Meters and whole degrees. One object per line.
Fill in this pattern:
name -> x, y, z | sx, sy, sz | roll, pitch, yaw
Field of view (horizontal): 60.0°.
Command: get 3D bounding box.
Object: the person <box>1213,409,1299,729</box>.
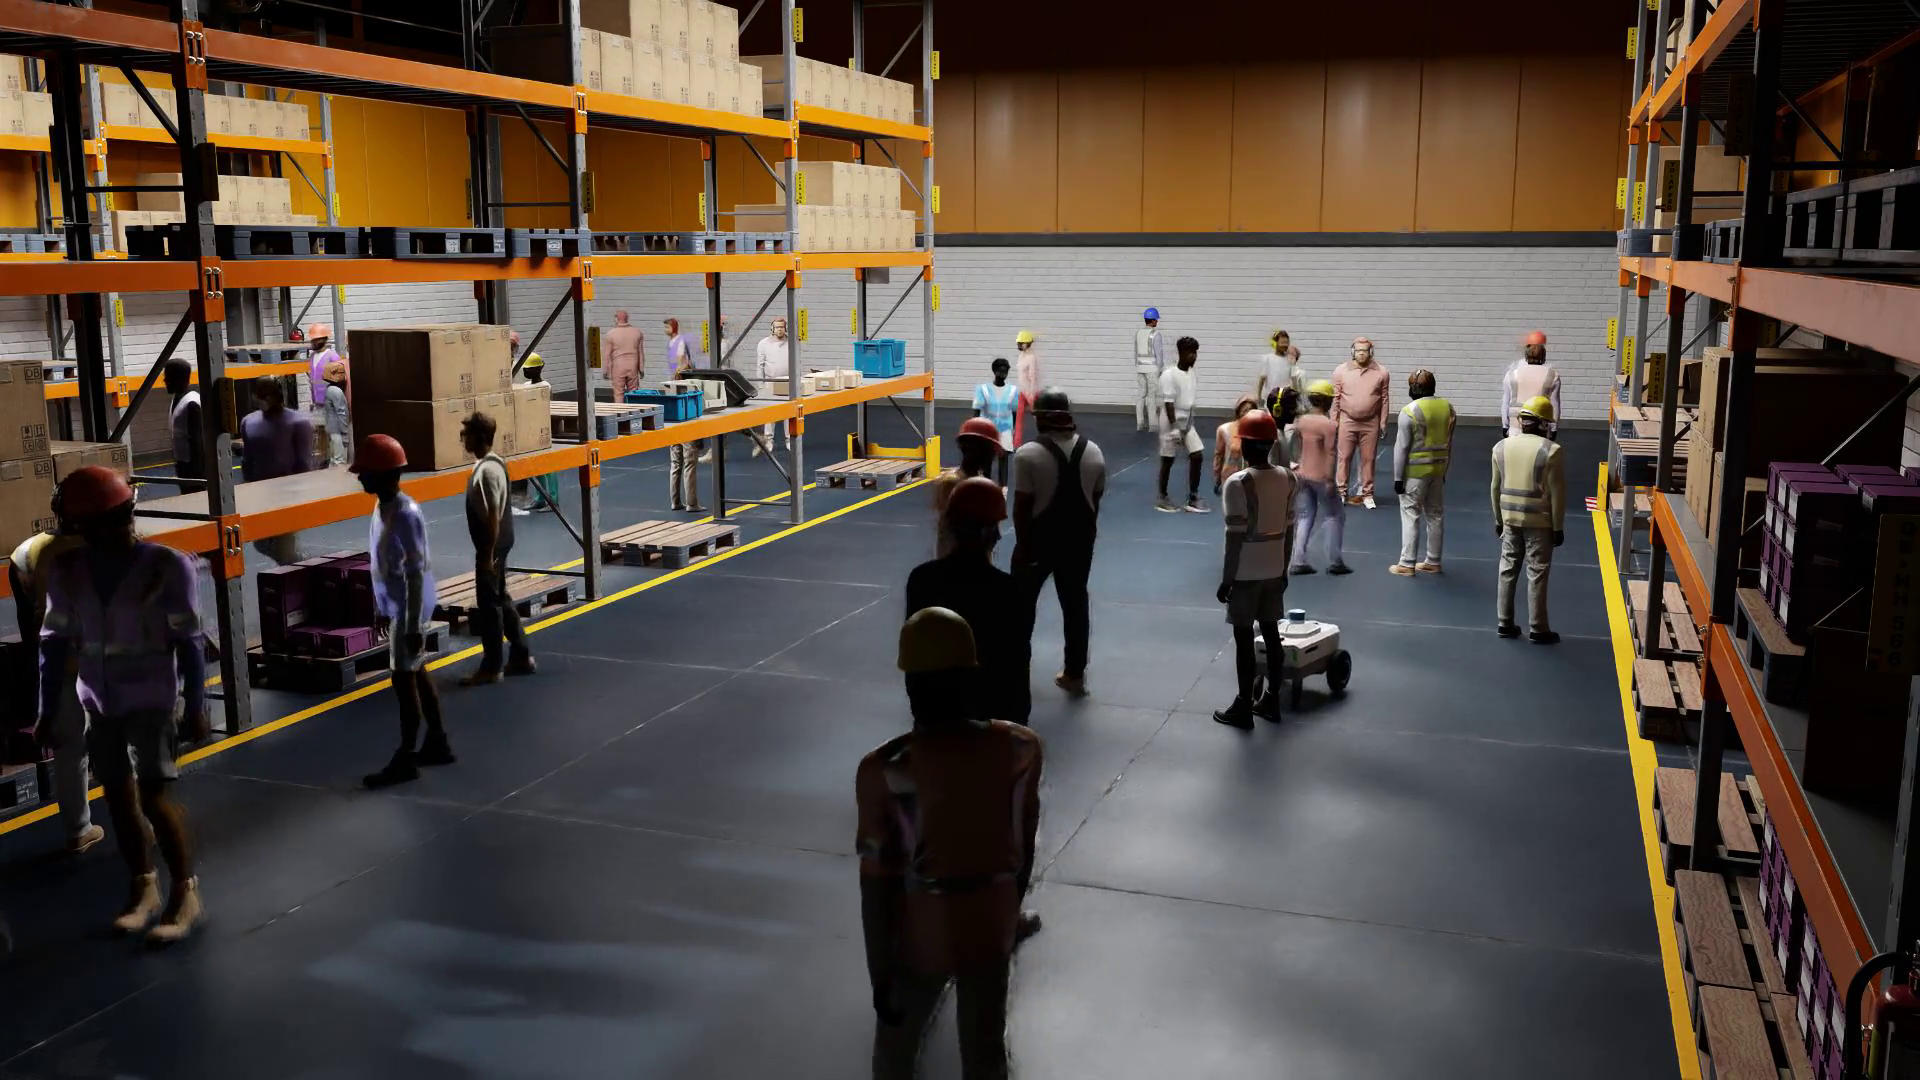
person -> 1.784, 0.176, 10.120 | 0.551, 1.937, 0.357 | -7, 12, -34

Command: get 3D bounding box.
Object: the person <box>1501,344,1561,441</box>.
person -> 6.373, -1.272, 18.586 | 0.632, 1.837, 0.430 | 5, 11, 26

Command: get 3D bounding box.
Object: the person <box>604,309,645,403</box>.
person -> -5.374, -2.737, 26.640 | 0.659, 1.898, 0.408 | -6, 12, -31

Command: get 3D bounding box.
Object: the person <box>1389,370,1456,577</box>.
person -> 4.075, -0.587, 14.724 | 0.629, 1.837, 0.429 | -5, 11, -27

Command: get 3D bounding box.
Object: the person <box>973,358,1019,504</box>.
person -> 0.406, -1.274, 19.116 | 0.541, 1.648, 0.928 | -1, 10, -4

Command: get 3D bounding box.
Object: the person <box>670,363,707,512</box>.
person -> -3.022, -1.120, 18.281 | 0.516, 1.633, 0.313 | 8, 13, 38

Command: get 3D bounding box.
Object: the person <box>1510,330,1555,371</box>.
person -> 6.874, -1.582, 20.119 | 0.552, 1.908, 0.890 | 7, 12, 36

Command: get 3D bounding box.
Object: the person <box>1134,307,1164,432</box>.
person -> 2.975, -2.668, 26.105 | 0.384, 1.949, 0.604 | -7, 12, -35

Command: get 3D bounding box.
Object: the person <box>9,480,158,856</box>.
person -> -4.146, 0.607, 7.966 | 0.627, 1.844, 0.429 | 0, 10, 1

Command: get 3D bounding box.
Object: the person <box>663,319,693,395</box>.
person -> -4.402, -2.549, 25.895 | 0.980, 1.783, 0.564 | -7, 12, -36

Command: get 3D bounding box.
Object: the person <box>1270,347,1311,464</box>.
person -> 4.330, -1.725, 21.827 | 0.525, 1.596, 0.847 | 10, 14, 44

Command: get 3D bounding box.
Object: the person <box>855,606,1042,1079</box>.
person -> -0.077, 1.117, 4.940 | 0.598, 1.900, 0.794 | -4, 11, -21

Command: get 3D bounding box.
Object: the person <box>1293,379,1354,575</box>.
person -> 3.249, -0.549, 14.742 | 0.644, 1.737, 0.549 | -5, 11, -27

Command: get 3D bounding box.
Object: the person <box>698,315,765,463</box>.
person -> -3.124, -2.032, 22.366 | 0.865, 2.006, 0.642 | -3, 11, -17

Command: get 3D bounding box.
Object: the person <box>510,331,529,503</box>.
person -> -5.171, -1.402, 19.002 | 0.443, 1.945, 0.790 | 3, 11, 18

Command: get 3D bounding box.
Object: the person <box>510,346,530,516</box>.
person -> -4.921, -1.189, 17.995 | 0.329, 1.873, 0.515 | -7, 12, -35

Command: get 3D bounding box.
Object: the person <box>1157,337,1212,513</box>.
person -> 2.448, -1.231, 18.039 | 0.600, 1.930, 0.769 | -8, 13, -39

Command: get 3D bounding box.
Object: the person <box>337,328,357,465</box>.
person -> -6.740, -1.378, 18.710 | 0.611, 1.995, 0.381 | -4, 11, -24

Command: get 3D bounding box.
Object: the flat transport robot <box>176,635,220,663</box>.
flat transport robot -> -5.771, 0.795, 11.326 | 0.652, 0.197, 1.431 | 3, 11, 18

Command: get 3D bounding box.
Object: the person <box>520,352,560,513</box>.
person -> -4.644, -1.179, 18.262 | 0.527, 1.760, 0.339 | 10, 14, 44

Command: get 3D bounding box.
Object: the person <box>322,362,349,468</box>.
person -> -6.939, -1.175, 18.582 | 0.275, 1.632, 0.507 | -7, 12, -34

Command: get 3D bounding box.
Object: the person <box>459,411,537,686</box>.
person -> -3.134, 0.055, 11.106 | 0.394, 1.851, 0.523 | -2, 10, -12

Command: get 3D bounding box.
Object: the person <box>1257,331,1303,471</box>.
person -> 4.148, -1.774, 21.443 | 0.551, 1.812, 0.961 | -5, 11, -24

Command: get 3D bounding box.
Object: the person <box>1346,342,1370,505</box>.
person -> 4.493, -1.332, 18.782 | 0.399, 1.876, 0.614 | -6, 12, -31

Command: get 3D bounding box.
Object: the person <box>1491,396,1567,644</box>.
person -> 4.209, -0.149, 12.272 | 0.403, 1.823, 0.587 | -8, 13, -38

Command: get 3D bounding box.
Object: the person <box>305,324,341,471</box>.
person -> -8.102, -1.764, 21.147 | 0.554, 1.934, 0.542 | 6, 12, 30

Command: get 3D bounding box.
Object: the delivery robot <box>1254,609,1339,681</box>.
delivery robot -> 2.184, 0.696, 10.821 | 0.477, 0.478, 0.707 | 7, 13, 36

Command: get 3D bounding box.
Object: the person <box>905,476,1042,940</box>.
person -> 0.053, 0.722, 6.915 | 0.626, 1.992, 0.414 | 7, 12, 36

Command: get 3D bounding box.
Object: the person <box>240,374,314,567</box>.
person -> -5.389, -0.365, 13.227 | 0.630, 1.923, 0.601 | 3, 10, 14

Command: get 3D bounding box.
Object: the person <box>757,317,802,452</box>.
person -> -2.550, -2.196, 23.567 | 0.643, 1.909, 0.410 | -3, 10, -14

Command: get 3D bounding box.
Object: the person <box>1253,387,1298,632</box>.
person -> 2.386, -0.229, 12.604 | 0.310, 1.864, 0.532 | 1, 10, 8

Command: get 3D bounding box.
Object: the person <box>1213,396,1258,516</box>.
person -> 2.535, -0.498, 14.890 | 0.523, 1.581, 0.878 | 1, 10, 5

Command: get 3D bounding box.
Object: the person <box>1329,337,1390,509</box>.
person -> 4.432, -1.292, 18.476 | 0.651, 1.907, 0.409 | 1, 10, 8

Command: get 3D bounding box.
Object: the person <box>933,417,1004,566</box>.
person -> 0.016, 0.217, 10.045 | 0.392, 1.890, 0.667 | 5, 11, 26

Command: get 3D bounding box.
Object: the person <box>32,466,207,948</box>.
person -> -3.521, 0.698, 6.953 | 0.628, 2.015, 0.508 | 1, 10, 5

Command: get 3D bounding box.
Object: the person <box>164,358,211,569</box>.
person -> -6.964, -0.699, 15.107 | 0.372, 1.916, 0.596 | -8, 13, -38

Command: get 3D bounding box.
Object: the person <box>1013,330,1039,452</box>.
person -> 1.041, -2.102, 23.534 | 0.811, 1.740, 0.532 | -4, 11, -23

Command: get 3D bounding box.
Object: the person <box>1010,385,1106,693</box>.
person -> 0.580, -0.044, 11.065 | 0.696, 2.000, 0.866 | -4, 11, -24

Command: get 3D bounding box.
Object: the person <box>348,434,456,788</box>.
person -> -3.057, 0.371, 9.089 | 0.448, 1.943, 0.556 | -5, 11, -28
